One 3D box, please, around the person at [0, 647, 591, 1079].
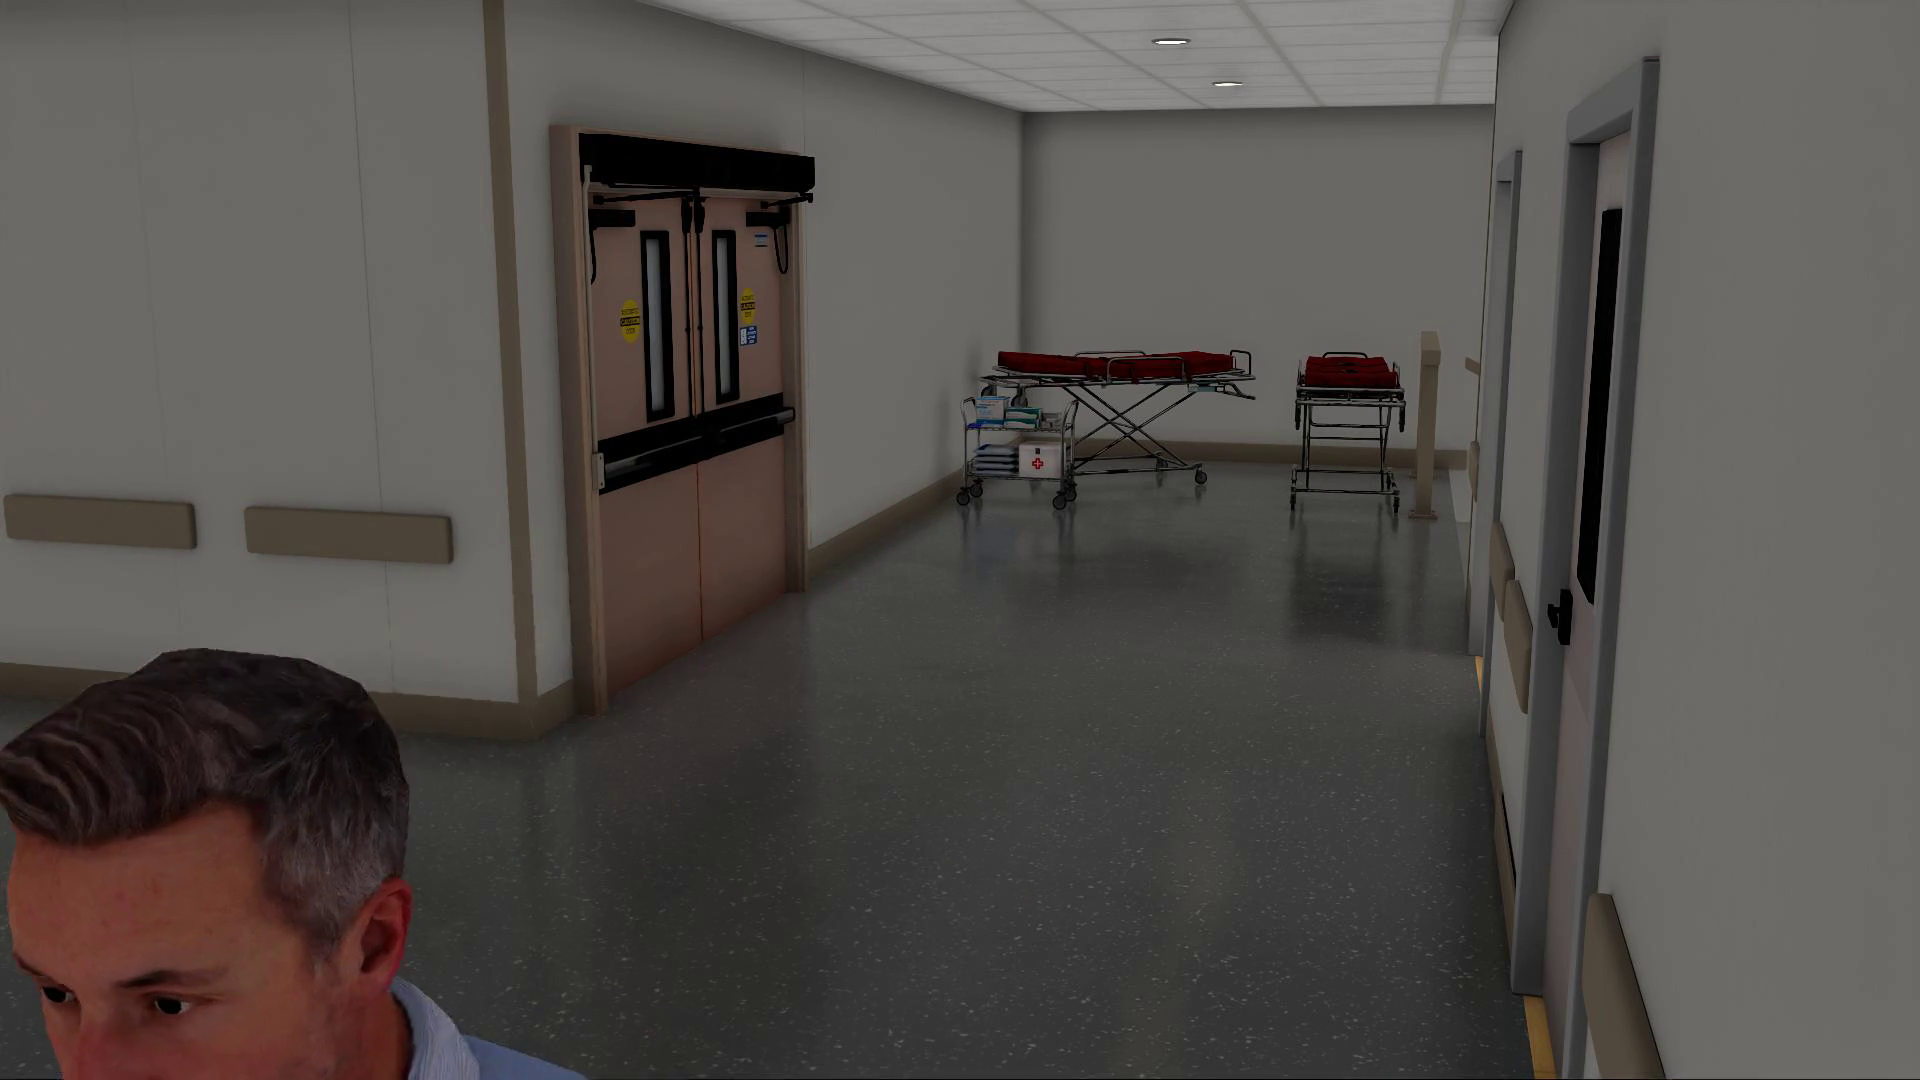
[{"bbox_3d":[-0.308,0.928,1.149,0.760,1.802,1.003,1,11,6],"label":"person"}]
